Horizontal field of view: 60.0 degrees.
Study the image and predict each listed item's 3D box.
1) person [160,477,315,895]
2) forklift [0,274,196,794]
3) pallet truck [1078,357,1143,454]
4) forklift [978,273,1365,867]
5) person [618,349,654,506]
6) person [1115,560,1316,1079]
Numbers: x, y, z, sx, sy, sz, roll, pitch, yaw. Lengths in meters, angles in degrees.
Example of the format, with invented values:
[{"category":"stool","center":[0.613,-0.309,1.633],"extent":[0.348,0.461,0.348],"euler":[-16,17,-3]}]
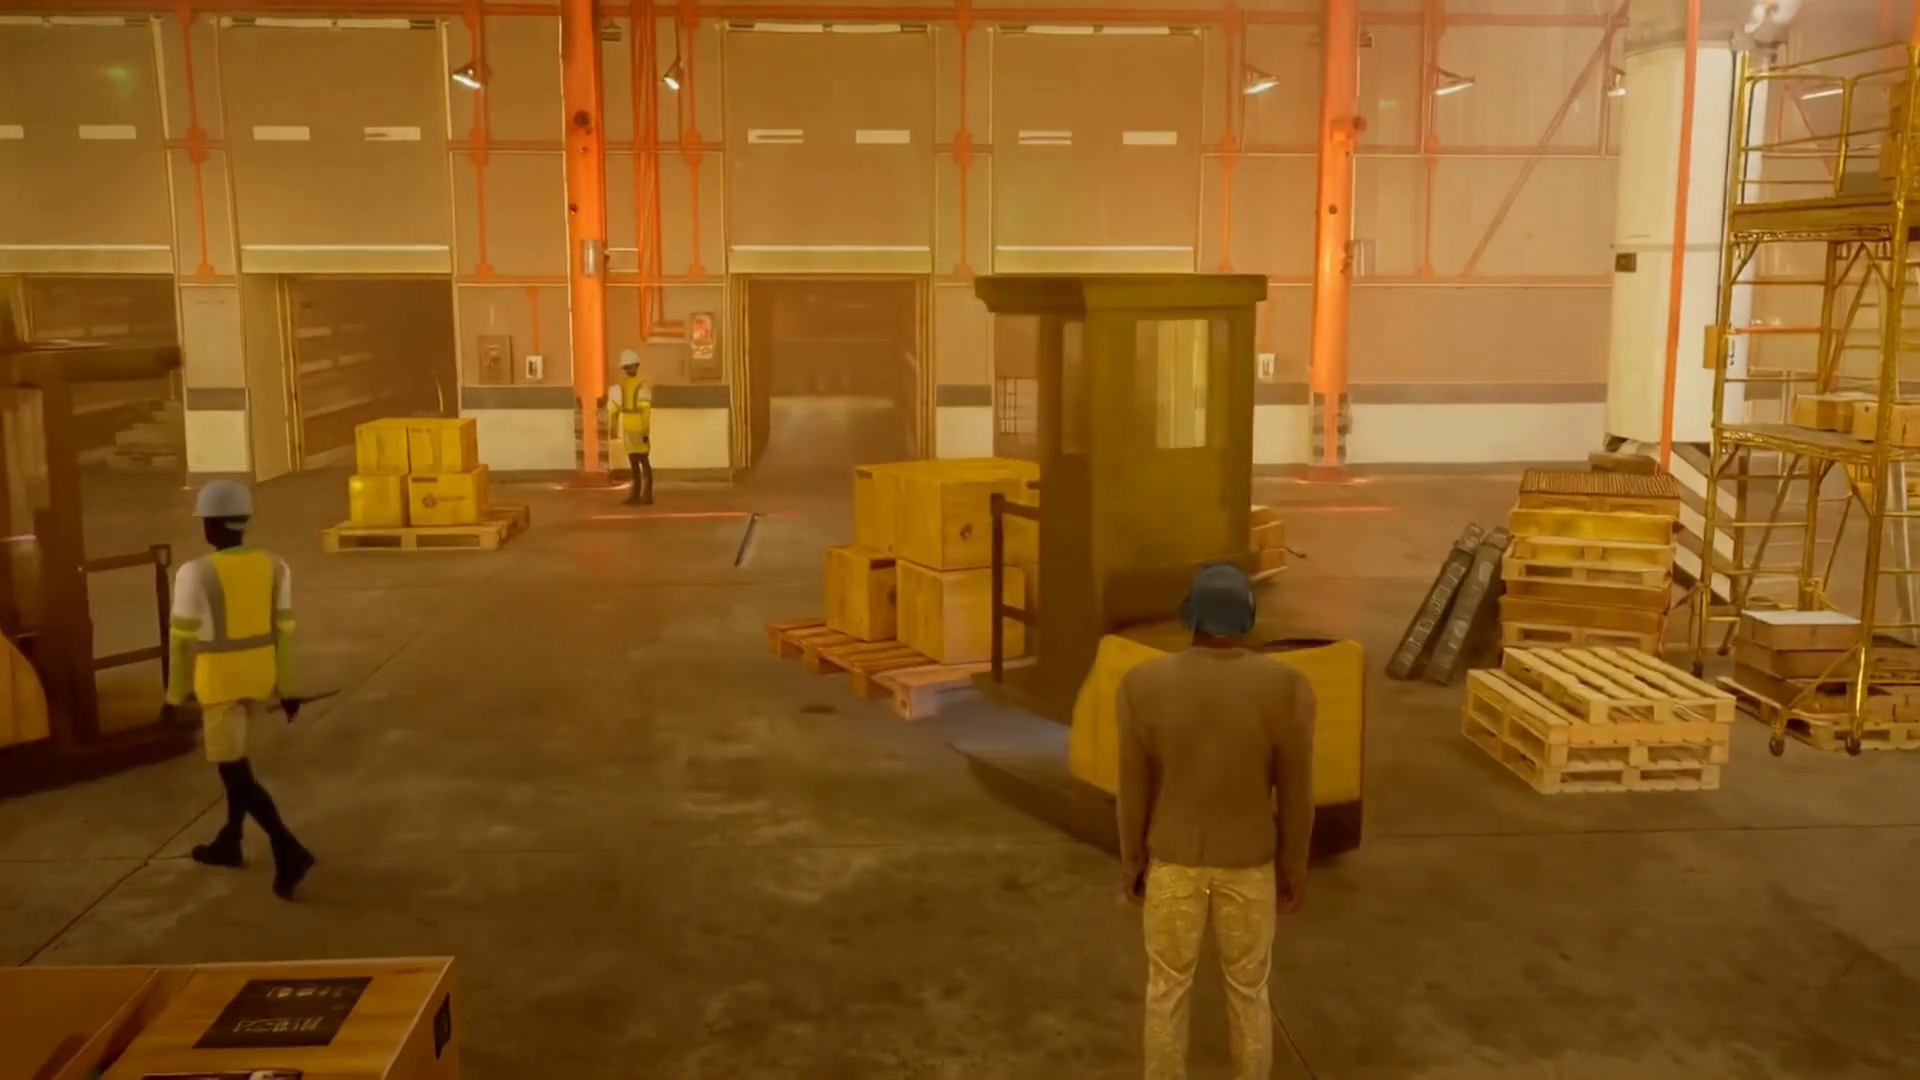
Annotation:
[{"category":"person","center":[-3.291,0.664,7.665],"extent":[0.918,1.910,0.561],"euler":[5,10,30]},{"category":"forklift","center":[-5.454,-0.050,9.058],"extent":[1.129,2.768,1.873],"euler":[6,11,33]},{"category":"pallet truck","center":[2.088,-0.836,16.757],"extent":[1.885,1.965,0.823],"euler":[2,9,13]},{"category":"forklift","center":[1.054,0.064,8.347],"extent":[1.129,2.768,1.873],"euler":[-5,10,-30]},{"category":"person","center":[-3.985,-1.375,20.367],"extent":[0.388,1.930,0.544],"euler":[-8,12,-42]},{"category":"person","center":[0.802,1.024,5.294],"extent":[0.630,1.931,0.357],"euler":[1,9,6]}]
